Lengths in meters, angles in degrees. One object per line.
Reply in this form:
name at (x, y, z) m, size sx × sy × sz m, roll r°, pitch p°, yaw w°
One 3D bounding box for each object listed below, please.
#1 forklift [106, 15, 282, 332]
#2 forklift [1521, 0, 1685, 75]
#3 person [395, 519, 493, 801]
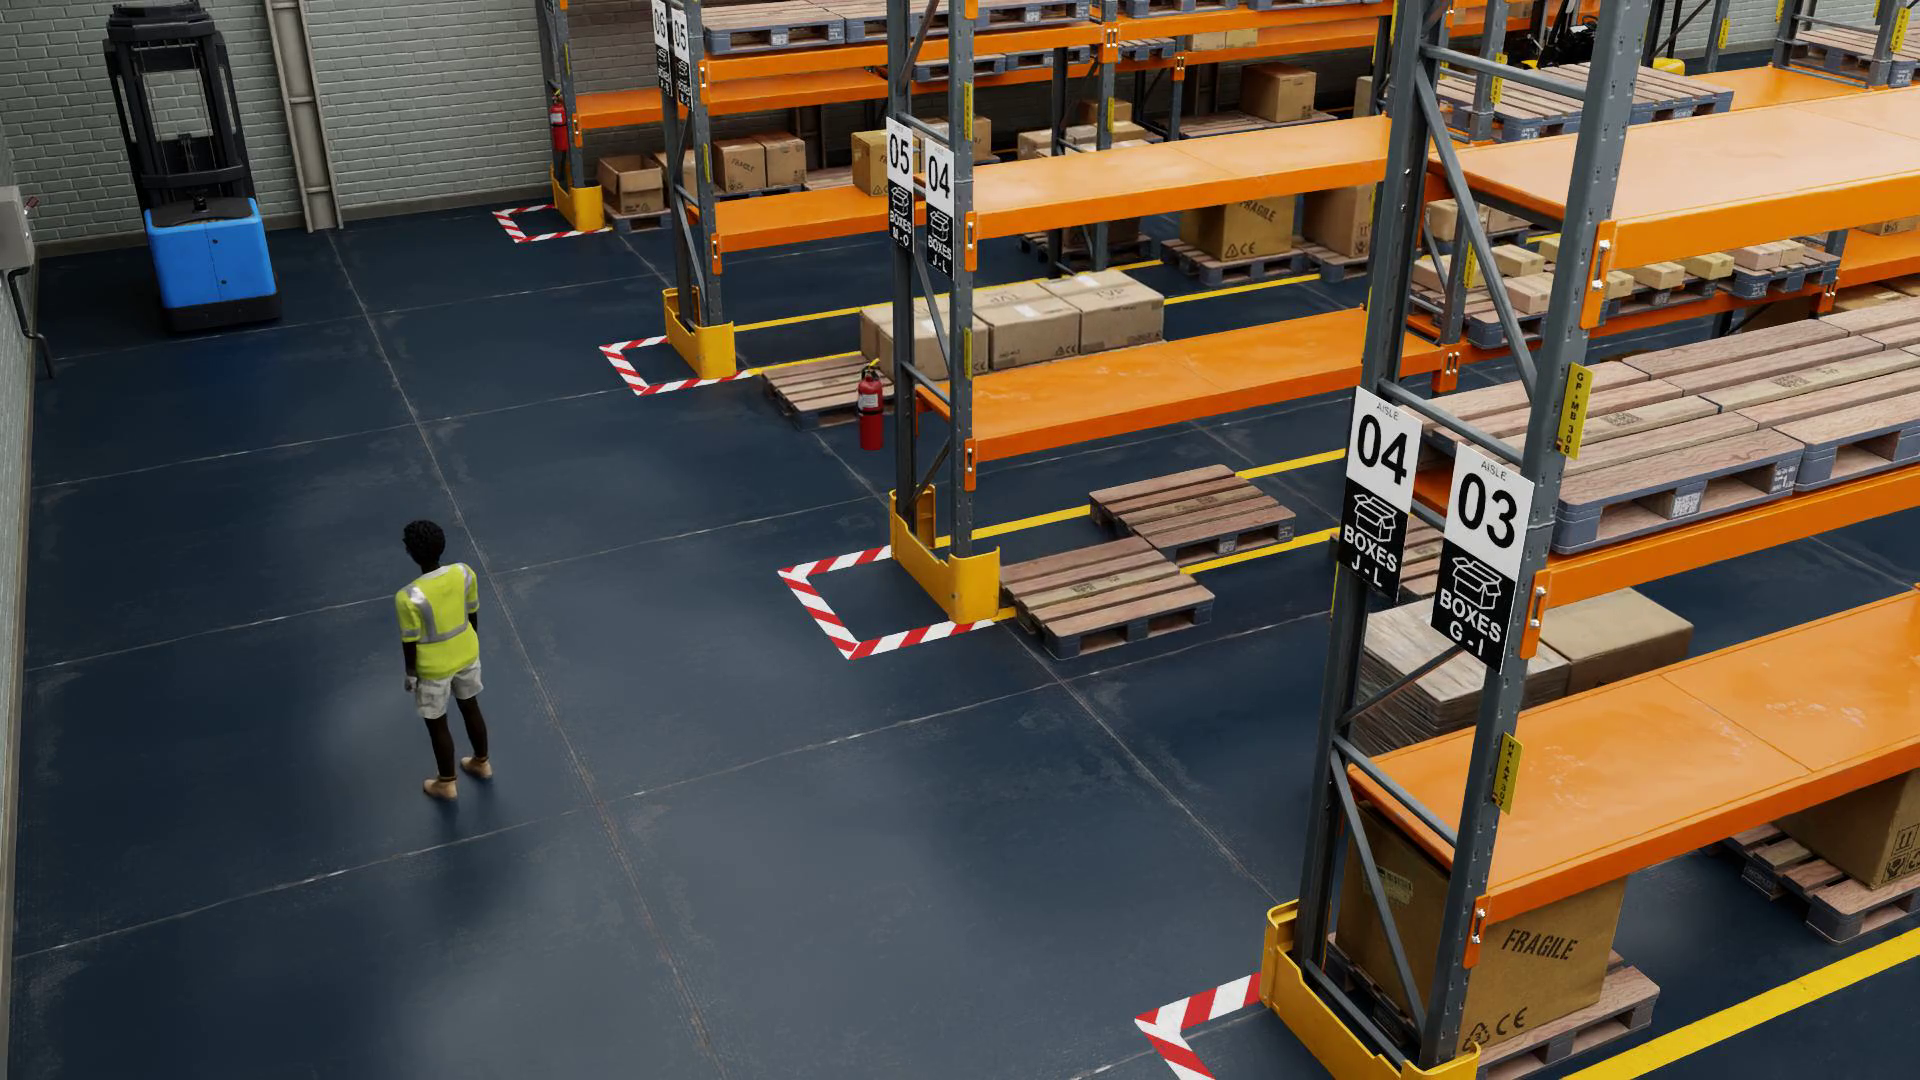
forklift at (-7.548, -3.672, 16.323) m, size 1.129 × 2.768 × 1.873 m, roll -12°, pitch 30°, yaw -22°
forklift at (8.950, -6.807, 23.056) m, size 1.214 × 2.155 × 2.313 m, roll -12°, pitch 30°, yaw -22°
person at (-2.873, 0.666, 9.288) m, size 0.319 × 1.687 × 0.537 m, roll 16°, pitch 32°, yaw 28°
